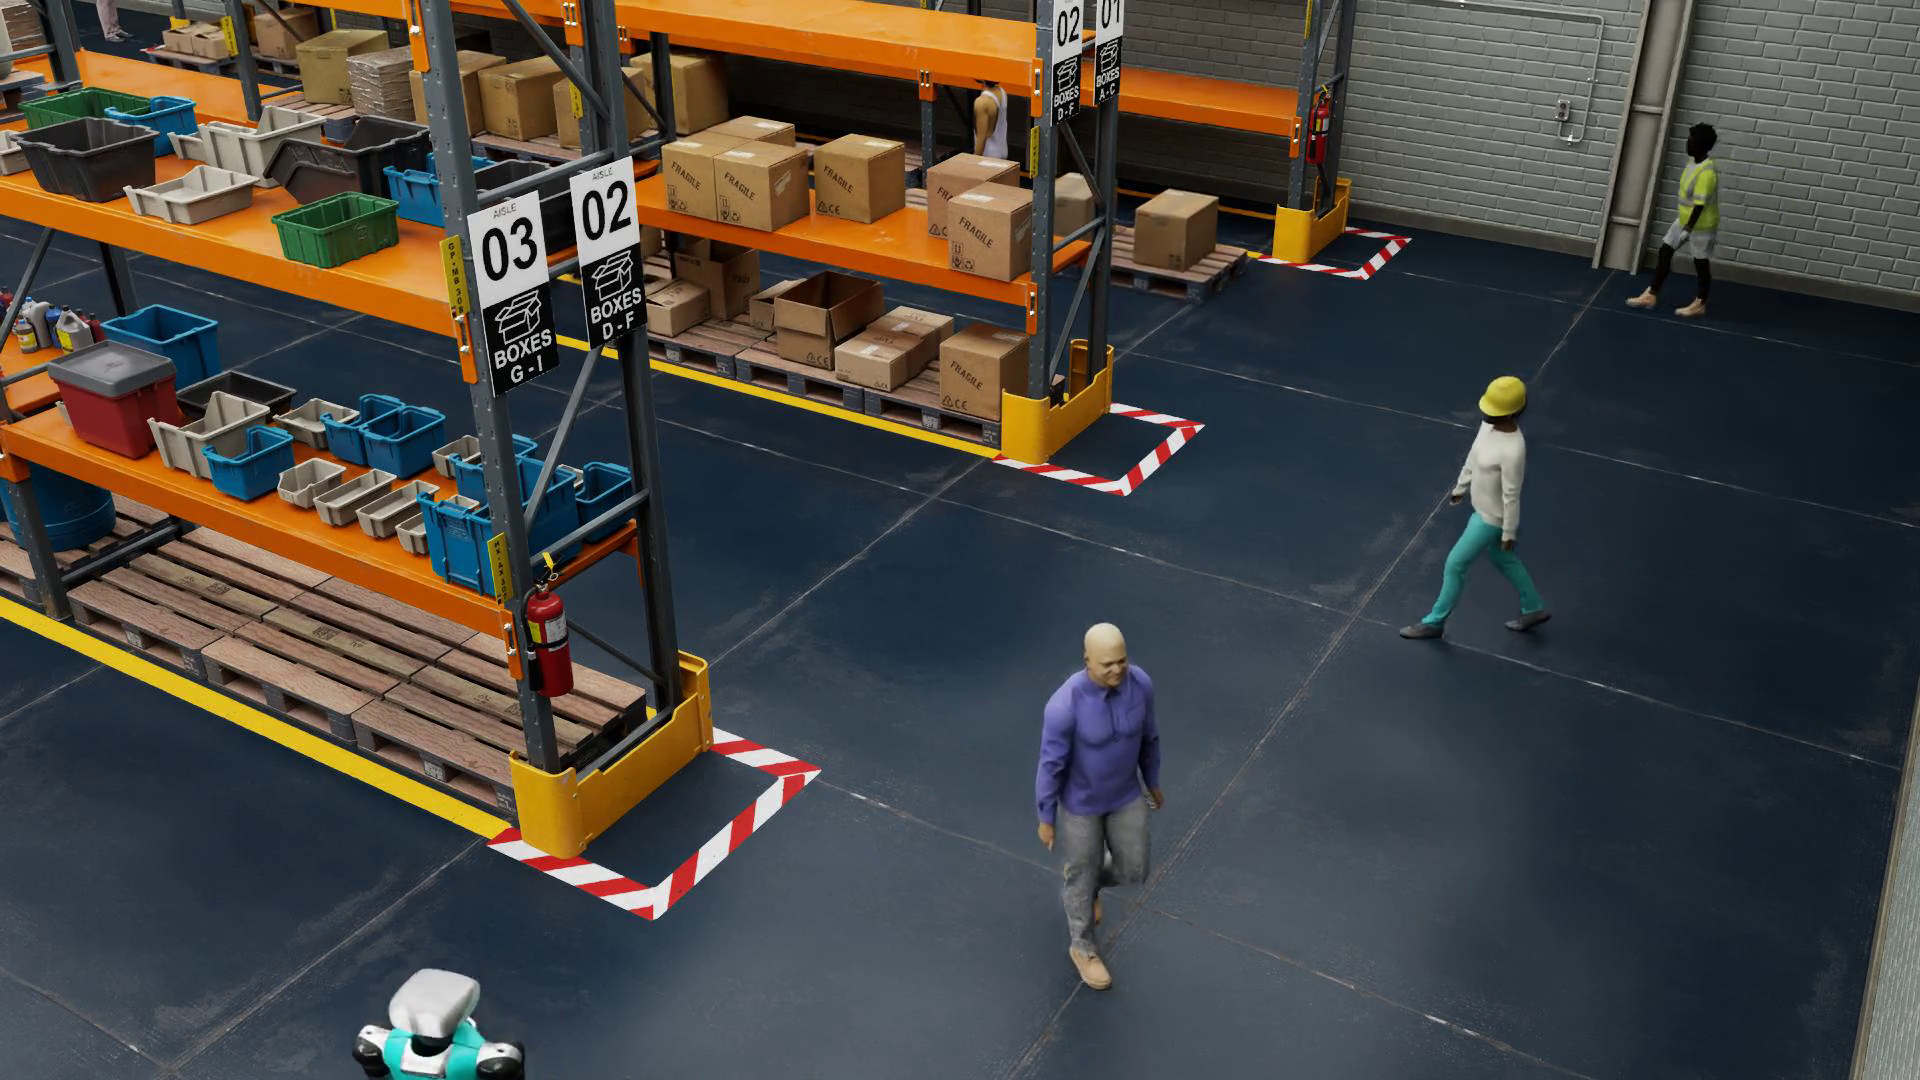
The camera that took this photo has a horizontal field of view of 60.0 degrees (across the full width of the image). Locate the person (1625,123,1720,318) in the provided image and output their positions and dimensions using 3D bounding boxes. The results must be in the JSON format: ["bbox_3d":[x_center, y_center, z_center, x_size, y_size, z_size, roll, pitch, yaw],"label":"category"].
[{"bbox_3d":[6.079,-2.670,13.975,0.749,1.657,0.545,1,29,2],"label":"person"}]

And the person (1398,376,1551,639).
[{"bbox_3d":[3.061,-0.173,9.450,0.843,1.718,0.533,3,29,6],"label":"person"}]

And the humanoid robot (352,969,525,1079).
[{"bbox_3d":[-1.549,1.966,5.648,0.530,1.751,1.003,4,29,8],"label":"humanoid robot"}]

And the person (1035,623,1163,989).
[{"bbox_3d":[0.581,1.101,7.094,0.619,1.787,0.474,-13,32,-23],"label":"person"}]

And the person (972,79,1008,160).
[{"bbox_3d":[0.234,-3.536,15.341,0.383,1.864,0.519,18,34,29],"label":"person"}]

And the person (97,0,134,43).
[{"bbox_3d":[-11.992,-7.913,23.213,0.388,1.845,0.564,0,29,0],"label":"person"}]
